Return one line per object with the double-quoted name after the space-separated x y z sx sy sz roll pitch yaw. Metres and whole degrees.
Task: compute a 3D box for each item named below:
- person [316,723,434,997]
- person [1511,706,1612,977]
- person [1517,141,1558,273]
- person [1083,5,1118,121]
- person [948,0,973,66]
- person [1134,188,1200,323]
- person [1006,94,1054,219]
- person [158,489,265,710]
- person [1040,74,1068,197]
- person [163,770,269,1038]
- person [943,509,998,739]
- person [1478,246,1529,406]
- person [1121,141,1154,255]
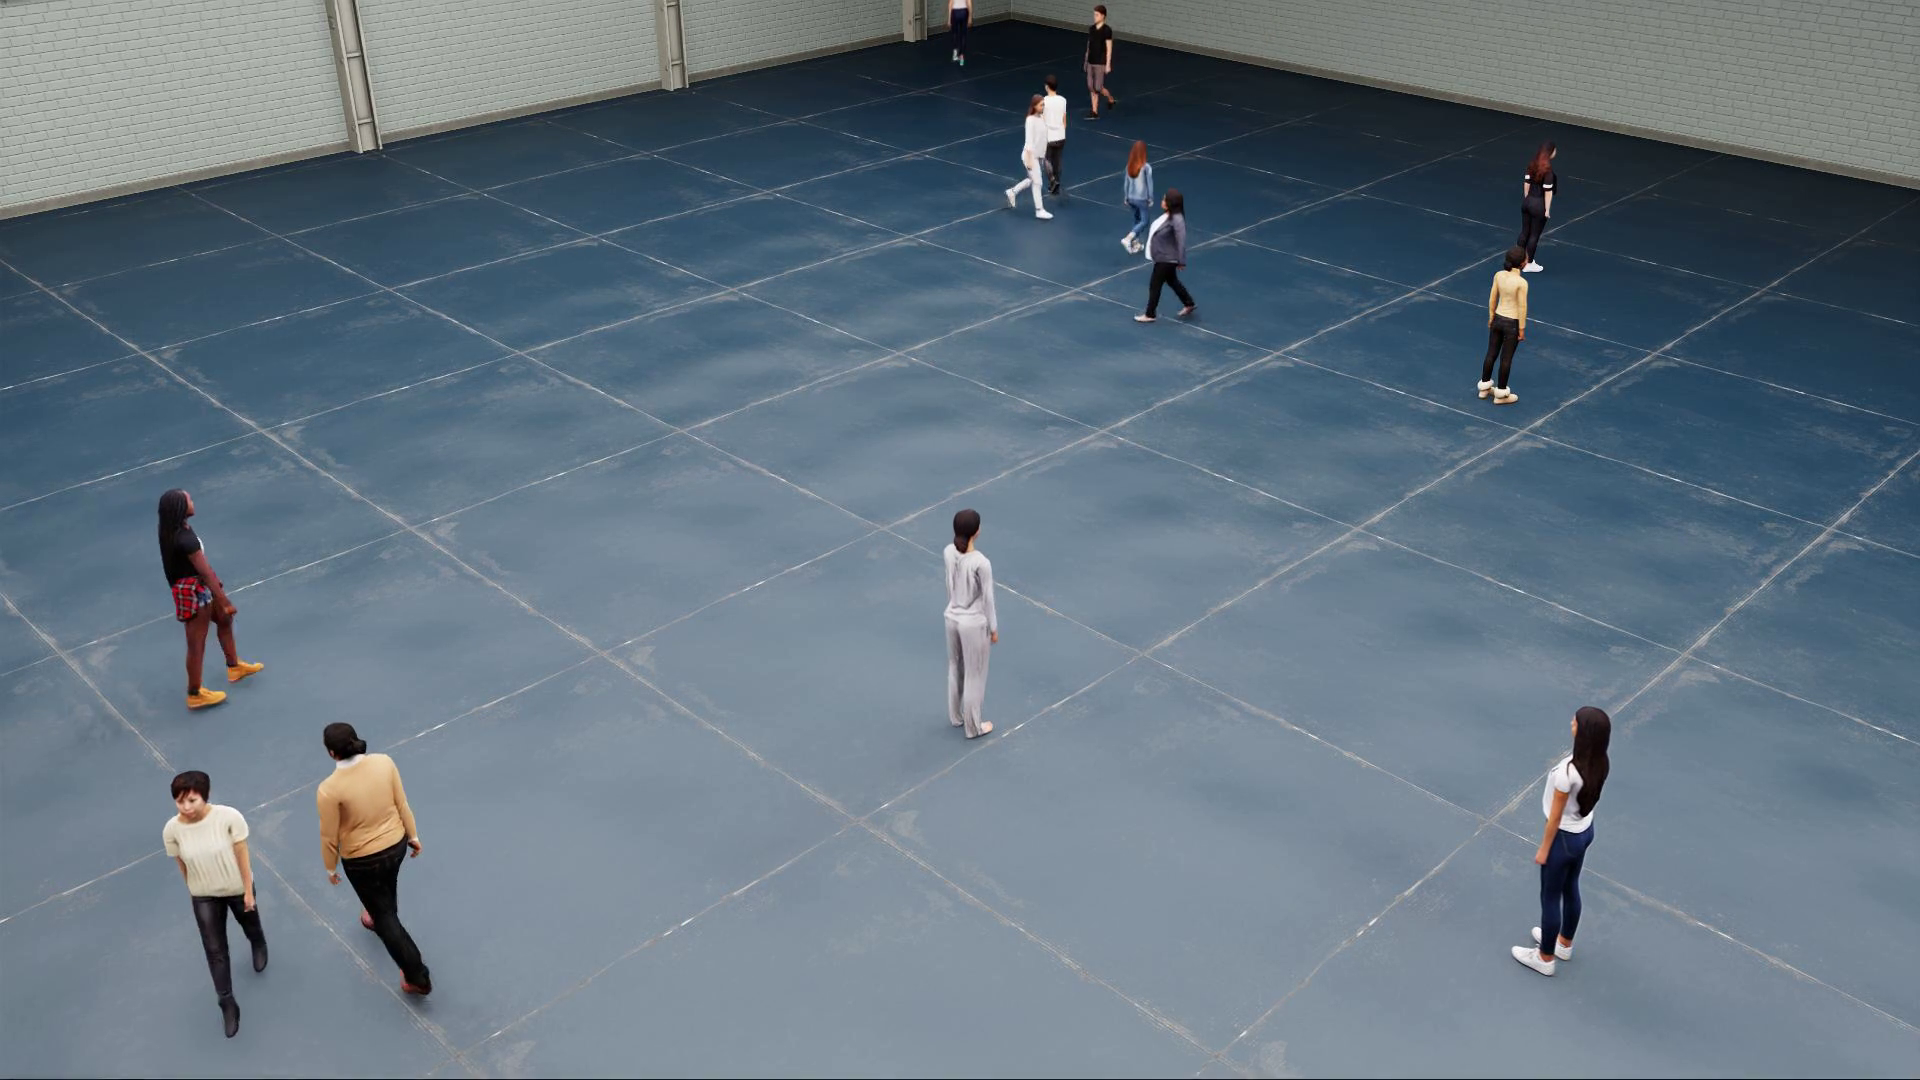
-3.284 1.831 9.440 0.812 1.714 1.124 21 35 34 "person"
3.509 1.731 9.564 0.431 1.774 0.632 -25 37 -38 "person"
7.211 -4.184 20.814 0.706 1.638 0.694 -11 30 -19 "person"
2.355 -7.918 27.603 0.905 1.848 0.743 -19 34 -32 "person"
0.002 -9.815 31.345 0.963 1.679 1.016 -1 28 -2 "person"
2.466 -3.275 19.175 1.130 1.576 1.041 -2 28 -4 "person"
0.954 -5.264 22.812 0.887 1.667 1.021 14 31 24 "person"
-5.611 0.467 12.016 0.858 1.700 0.641 -21 34 -34 "person"
1.343 -5.714 23.618 0.820 1.704 0.846 -8 29 -15 "person"
-4.154 1.939 9.414 1.027 1.547 0.944 -8 29 -15 "person"
0.056 0.598 11.692 0.523 1.773 0.586 -25 37 -38 "person"
5.619 -2.226 17.115 0.605 1.660 0.647 -18 33 -30 "person"
2.251 -4.355 21.323 0.562 1.463 0.743 24 37 38 "person"
